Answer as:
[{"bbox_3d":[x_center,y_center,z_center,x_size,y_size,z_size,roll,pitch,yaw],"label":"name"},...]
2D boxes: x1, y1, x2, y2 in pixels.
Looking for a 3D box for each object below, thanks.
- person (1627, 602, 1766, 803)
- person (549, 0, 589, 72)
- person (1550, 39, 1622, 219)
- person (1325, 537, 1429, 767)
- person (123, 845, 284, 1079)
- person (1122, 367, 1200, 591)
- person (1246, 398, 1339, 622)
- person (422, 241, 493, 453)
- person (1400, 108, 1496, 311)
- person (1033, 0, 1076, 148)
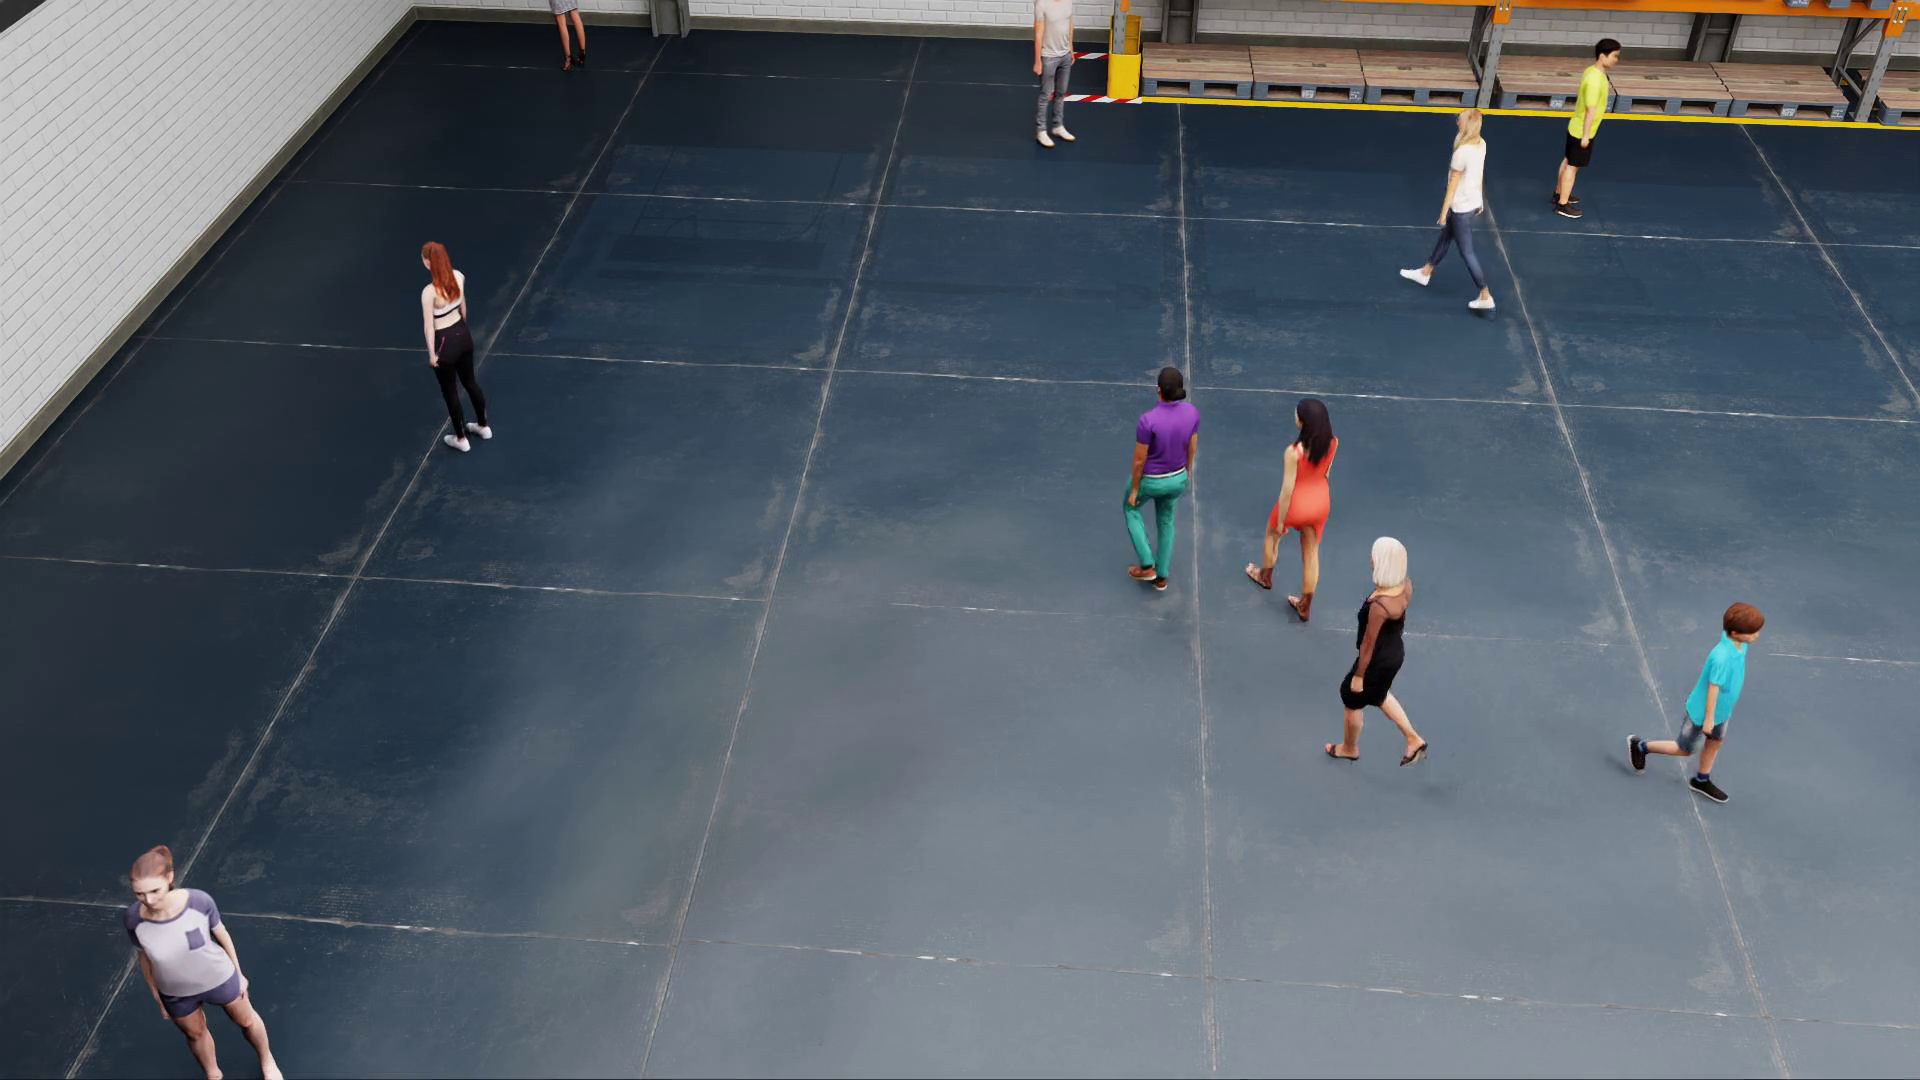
[{"bbox_3d":[4.417,0.947,9.911,0.927,1.439,0.838,31,48,33],"label":"person"},{"bbox_3d":[-4.422,-6.132,18.468,0.721,1.822,0.682,31,48,33],"label":"person"},{"bbox_3d":[5.926,-3.935,15.811,0.575,1.706,0.644,9,39,11],"label":"person"},{"bbox_3d":[2.565,0.753,9.925,0.979,1.725,0.872,22,44,25],"label":"person"},{"bbox_3d":[-3.728,2.146,8.148,0.611,1.766,0.721,-12,40,-15],"label":"person"},{"bbox_3d":[1.393,-0.354,11.286,0.721,1.757,0.822,-14,41,-17],"label":"person"},{"bbox_3d":[2.329,-0.152,11.084,0.916,1.693,0.894,-13,40,-15],"label":"person"},{"bbox_3d":[-3.838,-1.485,12.715,0.691,1.741,0.687,19,42,22],"label":"person"},{"bbox_3d":[4.441,-2.814,14.358,1.266,1.767,1.071,30,47,32],"label":"person"},{"bbox_3d":[0.948,-4.958,16.946,0.749,1.887,0.806,-28,47,-31],"label":"person"}]
